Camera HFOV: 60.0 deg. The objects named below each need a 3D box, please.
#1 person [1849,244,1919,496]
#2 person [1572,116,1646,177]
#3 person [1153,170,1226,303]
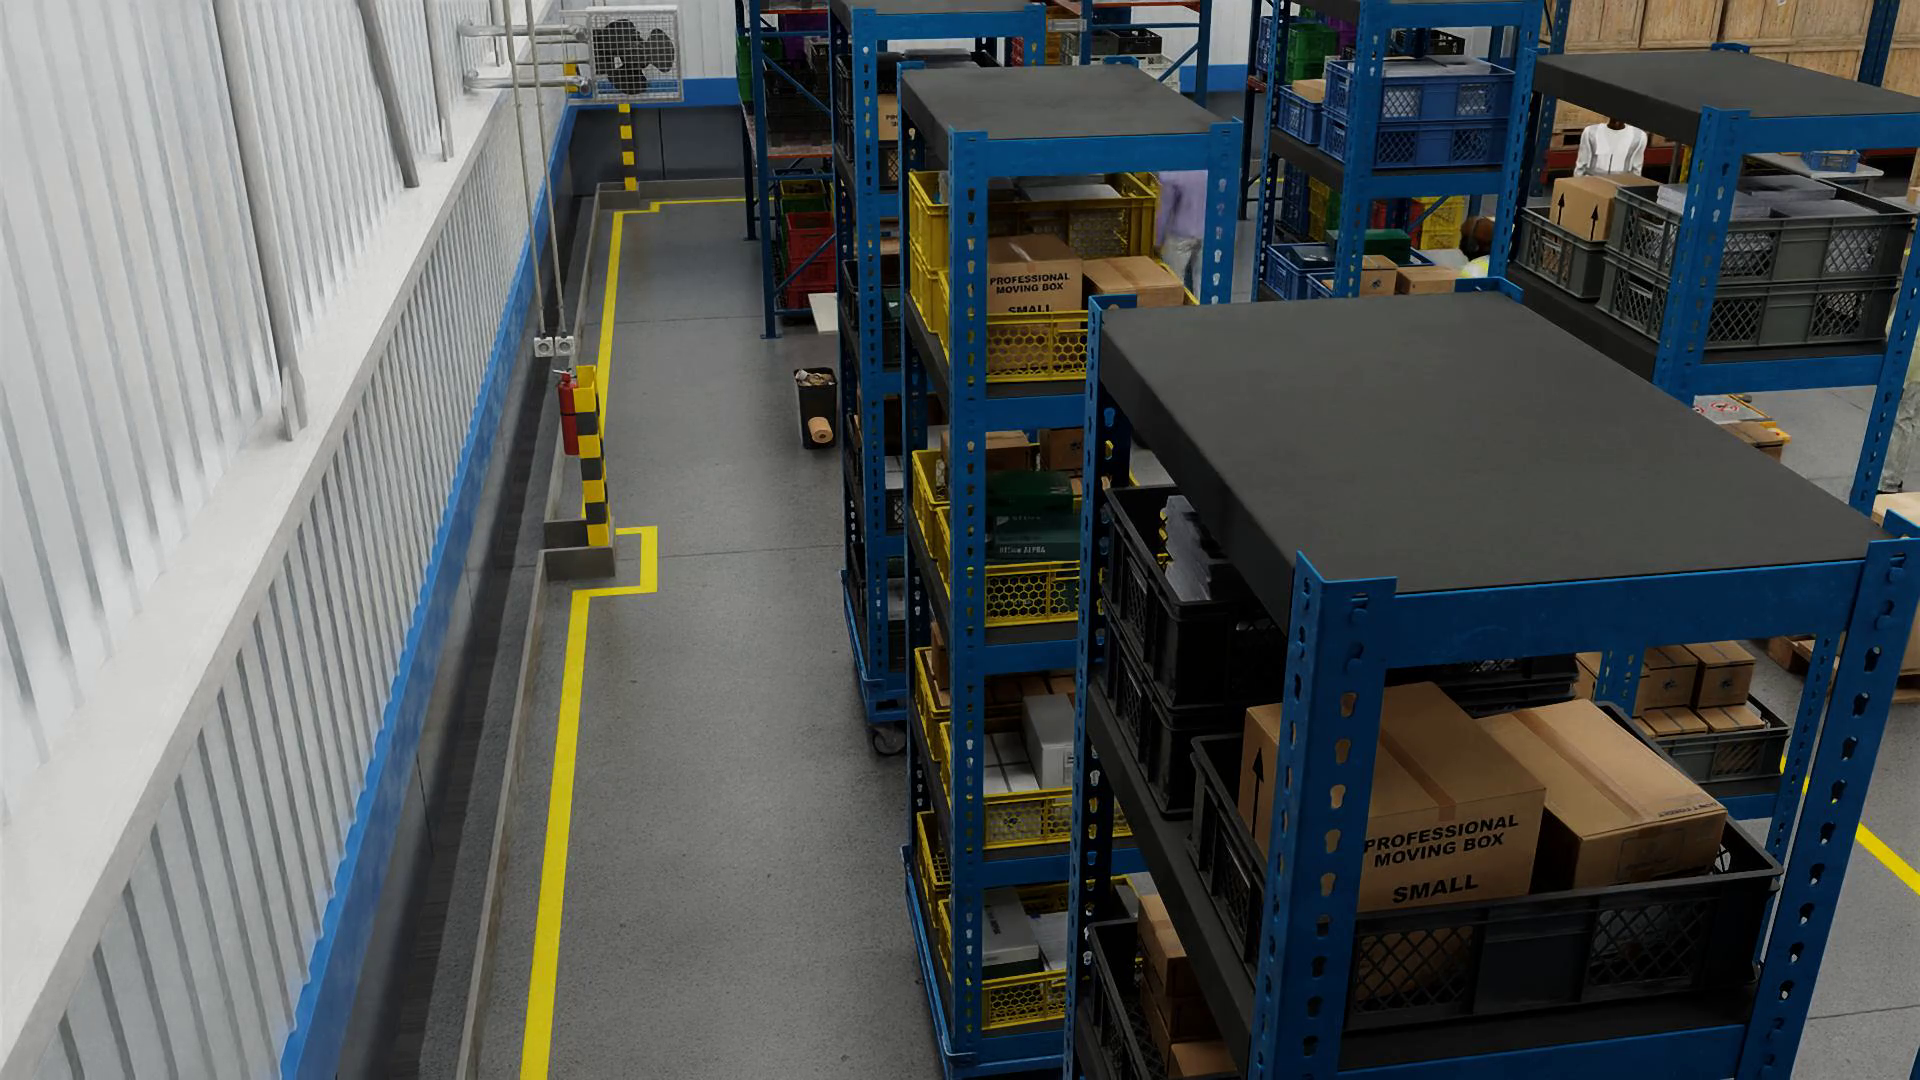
[{"bbox_3d":[6.185,-1.128,10.865,0.403,1.827,0.600,18,30,34],"label":"person"},{"bbox_3d":[5.845,-3.111,15.116,0.584,1.880,0.338,7,26,15],"label":"person"},{"bbox_3d":[1.917,-2.483,13.737,0.690,1.903,0.418,-5,25,-12],"label":"person"}]
